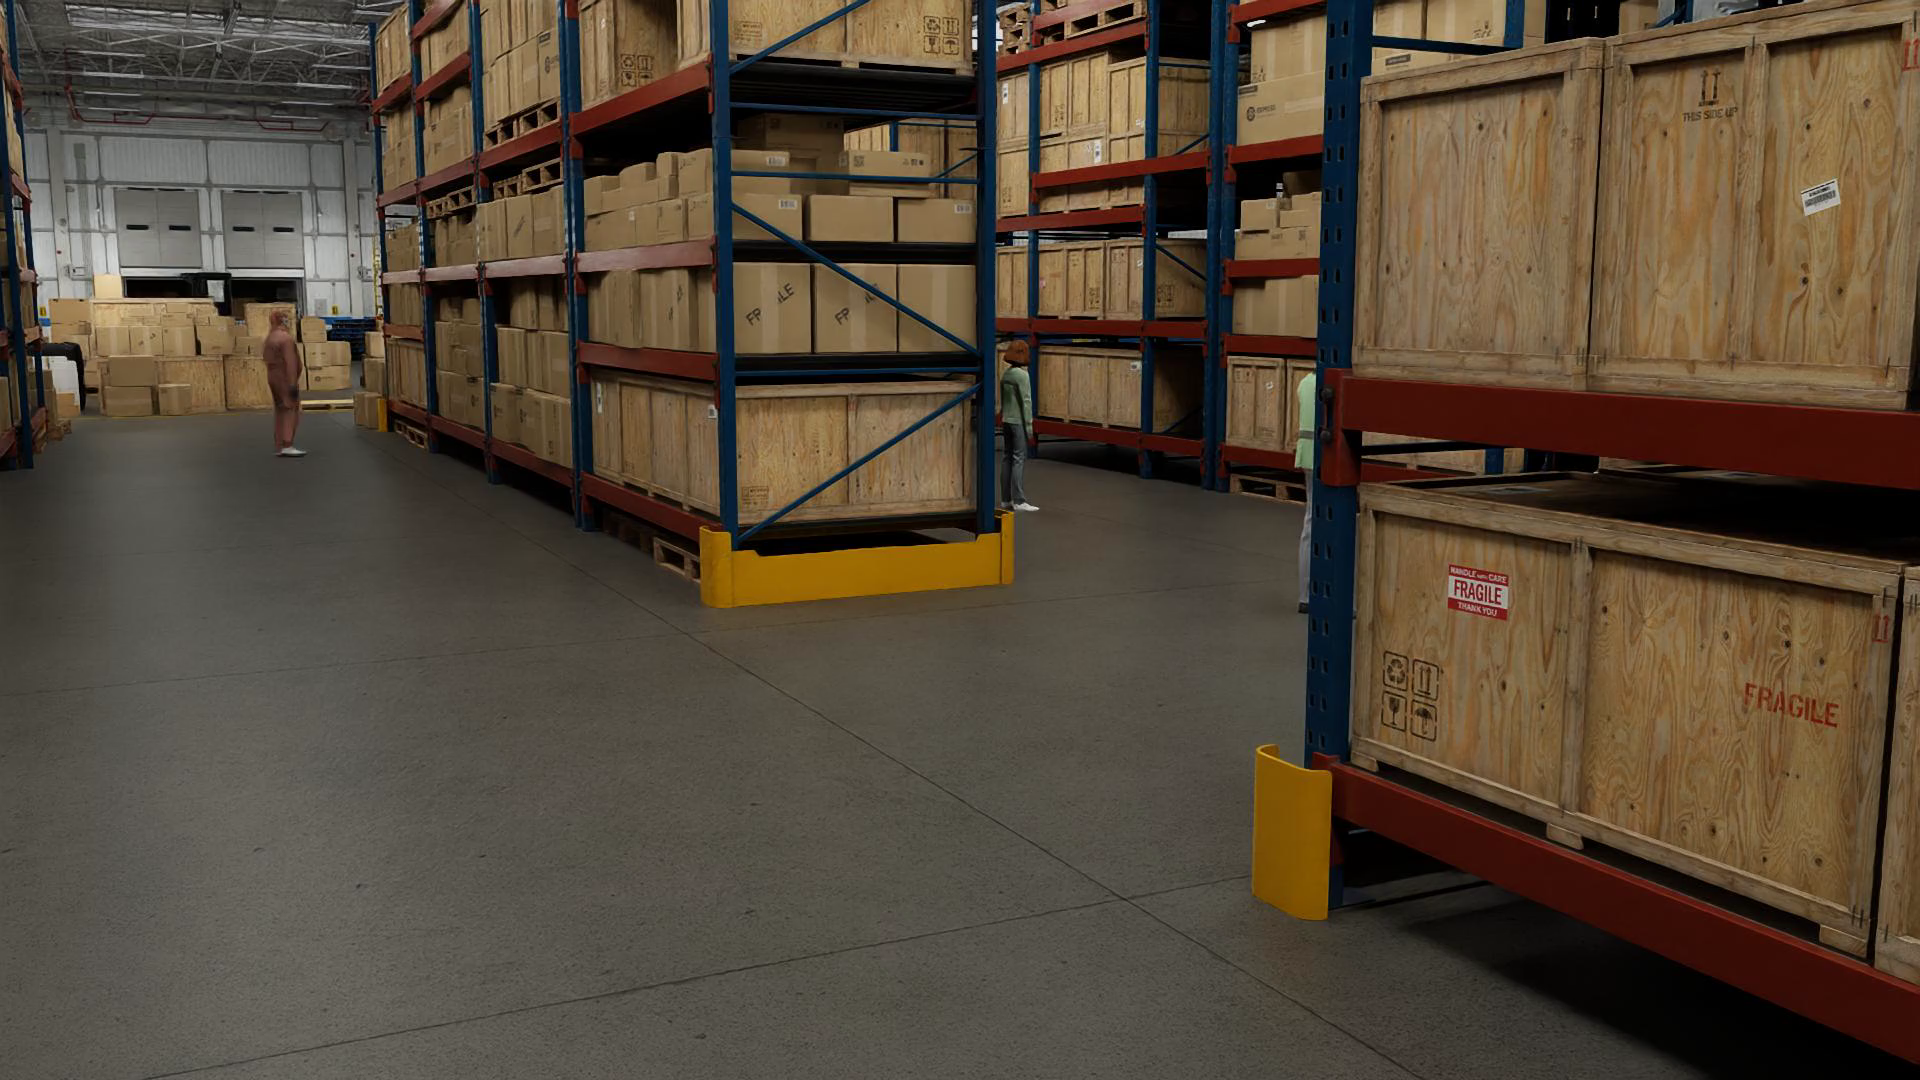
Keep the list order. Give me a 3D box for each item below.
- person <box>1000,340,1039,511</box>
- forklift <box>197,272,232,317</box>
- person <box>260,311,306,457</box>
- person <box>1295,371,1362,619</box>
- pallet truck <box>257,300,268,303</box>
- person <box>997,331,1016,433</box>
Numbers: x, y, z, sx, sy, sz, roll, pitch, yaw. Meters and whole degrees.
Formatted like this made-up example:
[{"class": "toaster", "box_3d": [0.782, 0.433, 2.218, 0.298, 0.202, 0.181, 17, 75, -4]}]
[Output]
[{"class": "person", "box_3d": [0.552, -1.088, 15.867, 0.280, 1.633, 0.502, -4, 9, -26]}, {"class": "forklift", "box_3d": [-22.655, -6.763, 50.726, 1.873, 2.768, 1.129, 6, 10, 36]}, {"class": "person", "box_3d": [-8.692, -2.001, 21.397, 0.761, 1.863, 0.448, 7, 11, 40]}, {"class": "person", "box_3d": [2.335, -0.419, 10.522, 0.387, 1.846, 0.566, -4, 9, -26]}, {"class": "pallet truck", "box_3d": [-23.913, -7.404, 58.171, 1.885, 1.965, 0.823, -1, 8, -9]}, {"class": "person", "box_3d": [0.705, -2.341, 24.486, 0.308, 1.641, 0.517, -4, 9, -26]}]
